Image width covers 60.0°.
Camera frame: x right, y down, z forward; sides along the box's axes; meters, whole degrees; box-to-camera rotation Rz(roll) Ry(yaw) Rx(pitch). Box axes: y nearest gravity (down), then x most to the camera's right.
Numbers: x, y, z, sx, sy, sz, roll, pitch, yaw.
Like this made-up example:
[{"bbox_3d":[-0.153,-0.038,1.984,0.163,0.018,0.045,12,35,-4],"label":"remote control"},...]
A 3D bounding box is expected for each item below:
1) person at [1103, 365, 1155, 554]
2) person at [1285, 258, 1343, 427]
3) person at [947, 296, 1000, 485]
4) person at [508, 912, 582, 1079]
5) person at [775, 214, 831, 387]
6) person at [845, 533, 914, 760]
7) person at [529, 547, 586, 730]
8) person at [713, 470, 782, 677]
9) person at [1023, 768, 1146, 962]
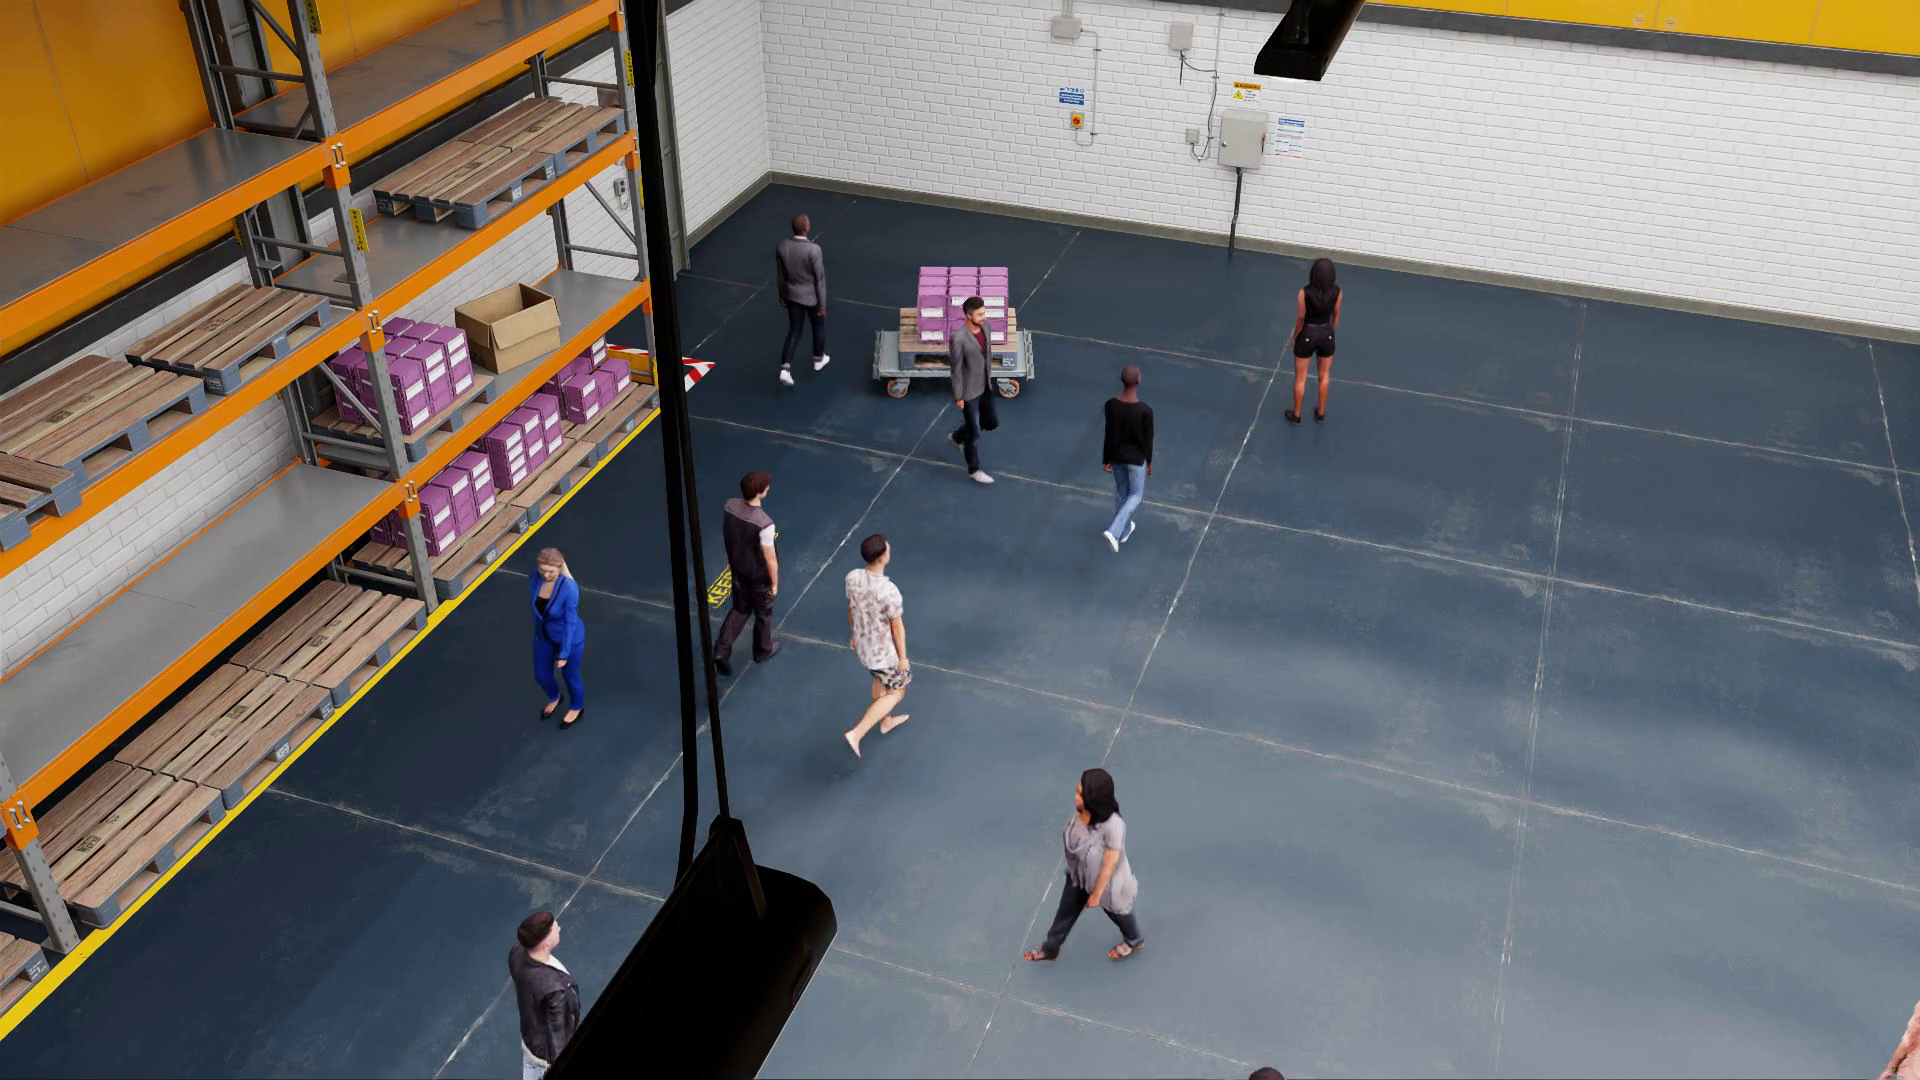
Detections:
[{"bbox_3d":[1.412,-0.653,14.282,0.677,1.732,0.942,16,37,23],"label":"person"},{"bbox_3d":[3.453,-1.935,16.203,0.670,1.741,0.666,-5,34,-7],"label":"person"},{"bbox_3d":[0.074,-1.414,15.315,0.920,1.855,0.925,24,40,31],"label":"person"},{"bbox_3d":[-2.303,2.783,9.052,0.969,1.799,1.230,29,43,36],"label":"person"},{"bbox_3d":[-1.632,-2.405,16.867,0.751,1.788,1.112,13,36,18],"label":"person"},{"bbox_3d":[-0.636,0.791,12.049,1.057,1.799,0.914,-29,43,-36],"label":"person"},{"bbox_3d":[-2.884,0.694,12.309,0.705,1.672,0.654,20,38,27],"label":"person"},{"bbox_3d":[-1.660,0.291,12.779,0.812,1.823,1.031,19,38,26],"label":"person"},{"bbox_3d":[0.938,2.049,10.363,1.107,1.569,1.019,-17,37,-23],"label":"person"}]
